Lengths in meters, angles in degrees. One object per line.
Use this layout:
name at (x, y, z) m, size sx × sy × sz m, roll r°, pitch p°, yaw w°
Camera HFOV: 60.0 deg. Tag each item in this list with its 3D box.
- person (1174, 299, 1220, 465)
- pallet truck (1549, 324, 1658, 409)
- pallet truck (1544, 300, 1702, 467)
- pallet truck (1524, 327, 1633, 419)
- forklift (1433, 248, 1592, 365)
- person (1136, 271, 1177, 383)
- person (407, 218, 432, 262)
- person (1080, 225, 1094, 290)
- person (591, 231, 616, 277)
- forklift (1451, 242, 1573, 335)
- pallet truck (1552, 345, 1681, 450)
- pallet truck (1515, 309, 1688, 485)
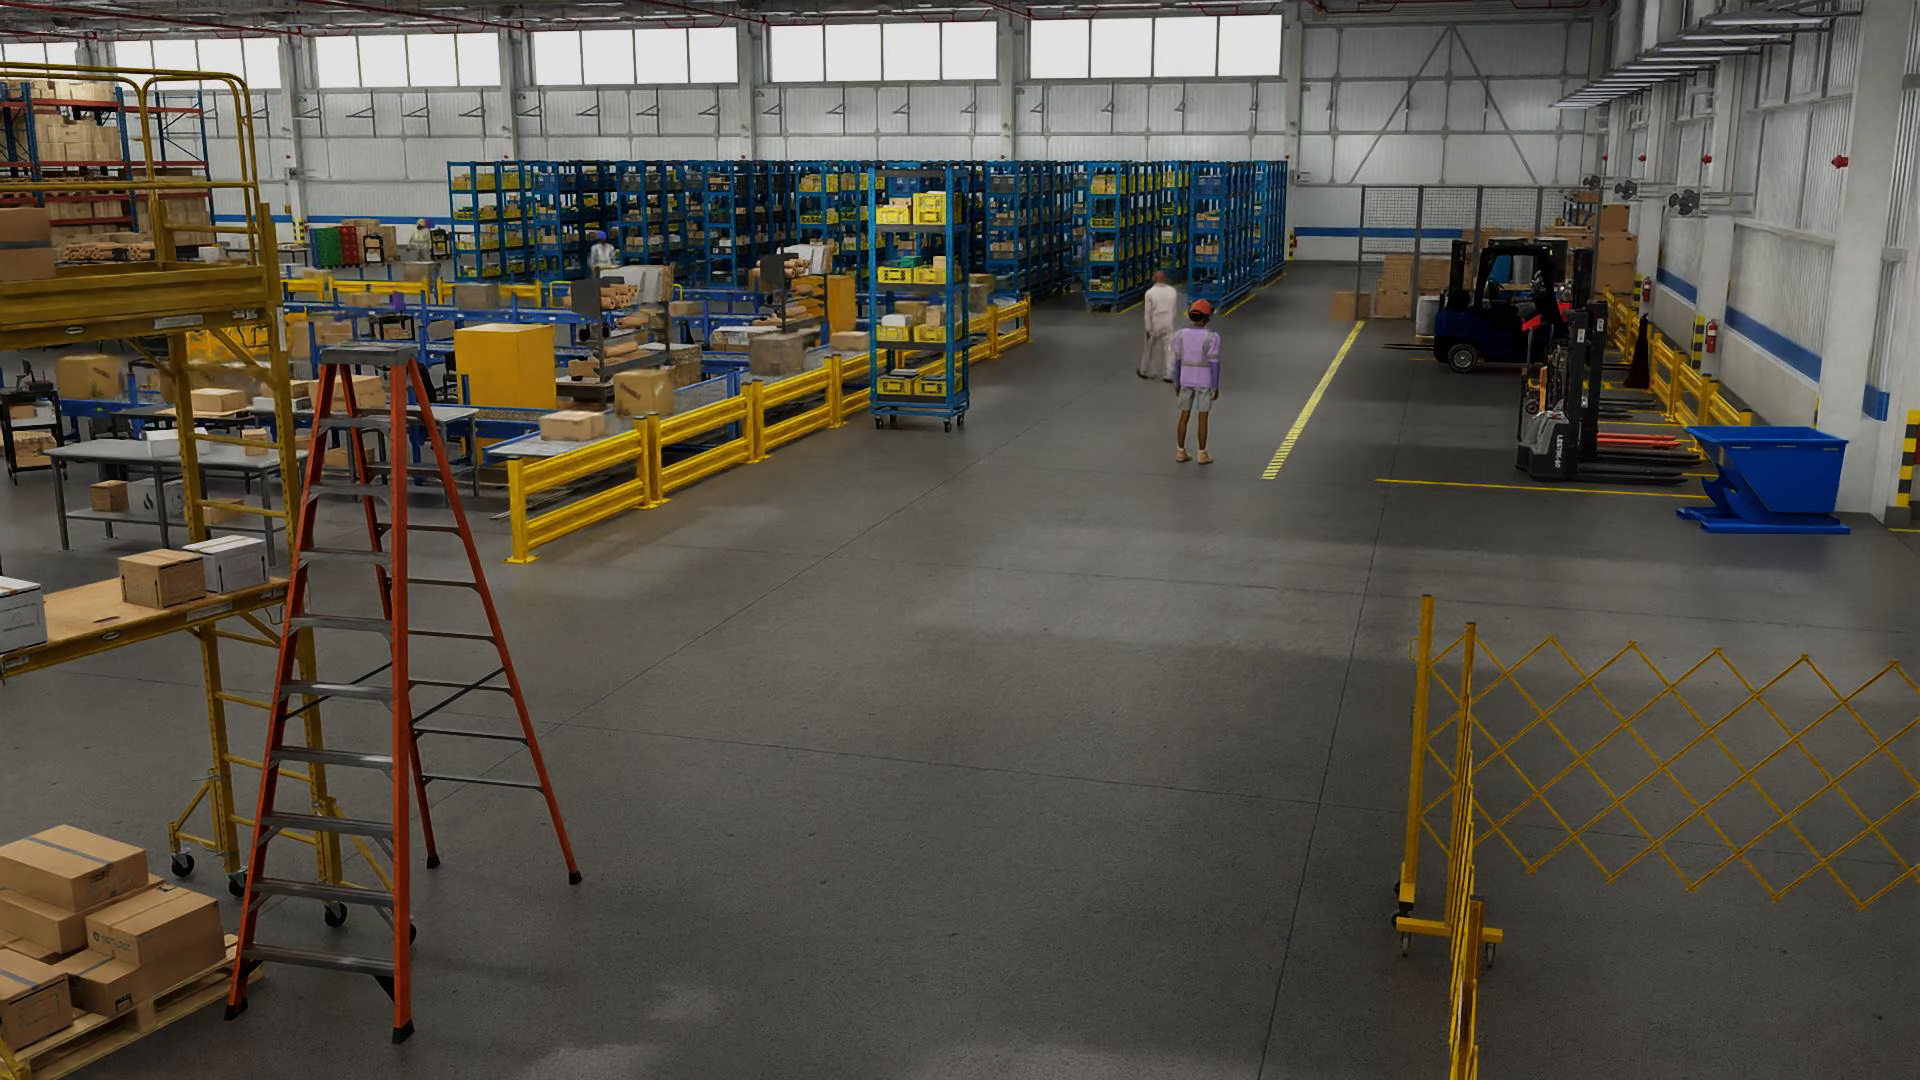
person at (2.929, -1.949, 20.545) m, size 0.608 × 2.034 × 0.406 m, roll 8°, pitch 15°, yaw 32°
pallet truck at (9.824, -2.669, 25.407) m, size 1.601 × 1.201 × 0.680 m, roll 4°, pitch 14°, yaw 16°
pallet truck at (8.263, -1.952, 20.631) m, size 1.885 × 1.965 × 0.823 m, roll 5°, pitch 14°, yaw 20°
pallet truck at (9.065, -2.460, 24.370) m, size 1.522 × 1.261 × 0.704 m, roll 3°, pitch 13°, yaw 14°
forklift at (9.780, -4.111, 29.280) m, size 2.680 × 1.987 × 1.157 m, roll 3°, pitch 13°, yaw 14°
person at (3.335, -3.608, 28.094) m, size 0.661 × 1.860 × 0.998 m, roll -4°, pitch 14°, yaw -19°
person at (-17.105, -9.257, 52.617) m, size 0.743 × 1.815 × 0.407 m, roll -1°, pitch 13°, yaw -3°
person at (3.609, -8.017, 47.168) m, size 0.374 × 1.840 × 0.568 m, roll -1°, pitch 13°, yaw -5°
person at (-8.963, -6.807, 41.788) m, size 0.623 × 1.922 × 0.871 m, roll -4°, pitch 14°, yaw -17°
forklift at (10.464, -4.597, 31.405) m, size 2.680 × 1.987 × 1.157 m, roll 4°, pitch 14°, yaw 16°
pallet truck at (8.641, -1.896, 21.908) m, size 1.630 × 1.274 × 0.653 m, roll 4°, pitch 14°, yaw 16°
pallet truck at (7.554, -1.677, 19.446) m, size 1.885 × 1.965 × 0.823 m, roll 3°, pitch 13°, yaw 14°
